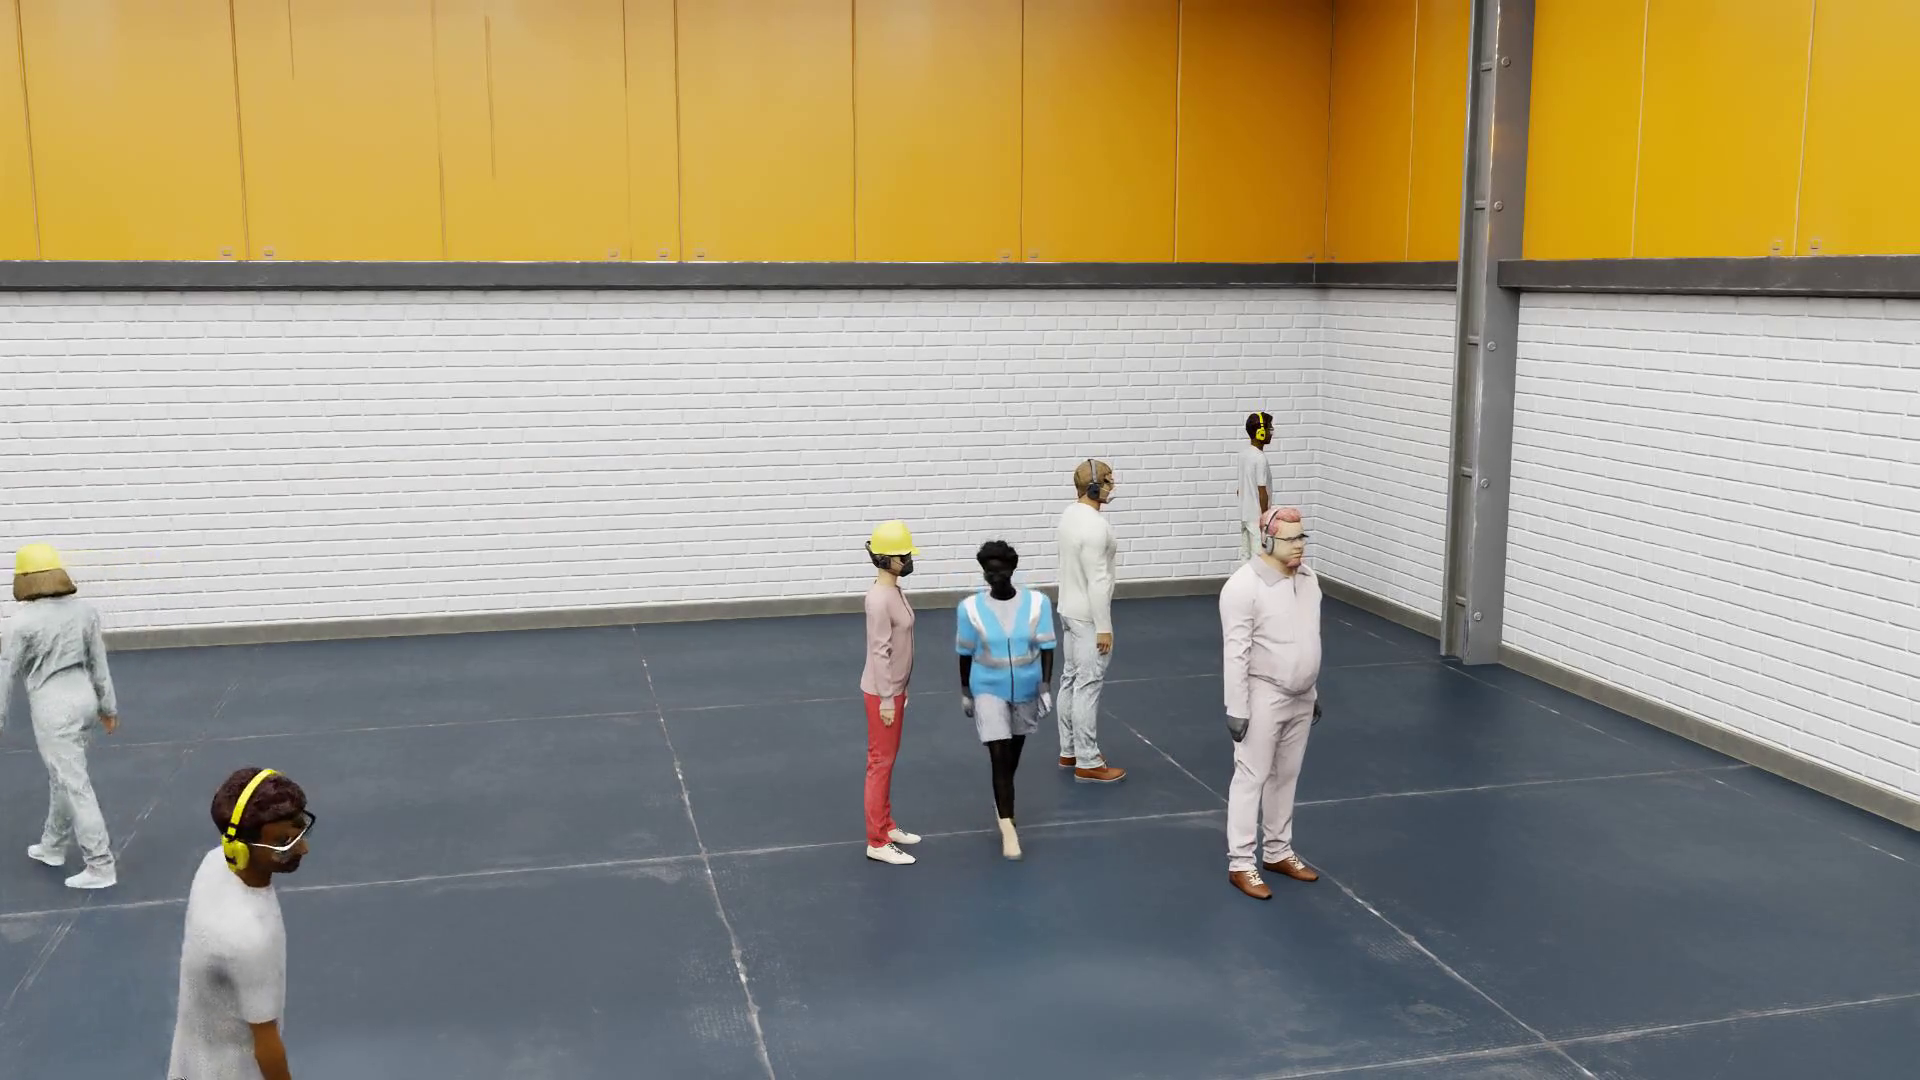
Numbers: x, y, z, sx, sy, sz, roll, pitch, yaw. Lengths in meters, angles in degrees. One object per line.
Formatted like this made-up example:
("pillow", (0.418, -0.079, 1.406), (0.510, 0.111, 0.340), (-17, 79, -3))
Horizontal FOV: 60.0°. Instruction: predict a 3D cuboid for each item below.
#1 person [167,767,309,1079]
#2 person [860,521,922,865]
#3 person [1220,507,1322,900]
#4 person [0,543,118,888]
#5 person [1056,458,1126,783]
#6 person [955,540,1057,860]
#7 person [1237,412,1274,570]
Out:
("person", (-1.805, 1.438, 4.359), (0.722, 1.816, 0.606), (-3, 10, -18))
("person", (-0.352, 0.779, 8.617), (0.315, 1.769, 0.525), (1, 9, 5))
("person", (1.560, 0.782, 8.159), (0.655, 1.906, 0.407), (-8, 12, -40))
("person", (-4.529, 0.864, 8.255), (0.826, 1.695, 0.508), (3, 10, 20))
("person", (0.771, 0.476, 9.964), (0.371, 1.941, 0.627), (-2, 9, -14))
("person", (0.239, 0.792, 8.906), (0.527, 1.647, 0.885), (-1, 9, -9))
("person", (2.517, -0.150, 14.087), (0.328, 1.872, 0.510), (-2, 9, -15))
